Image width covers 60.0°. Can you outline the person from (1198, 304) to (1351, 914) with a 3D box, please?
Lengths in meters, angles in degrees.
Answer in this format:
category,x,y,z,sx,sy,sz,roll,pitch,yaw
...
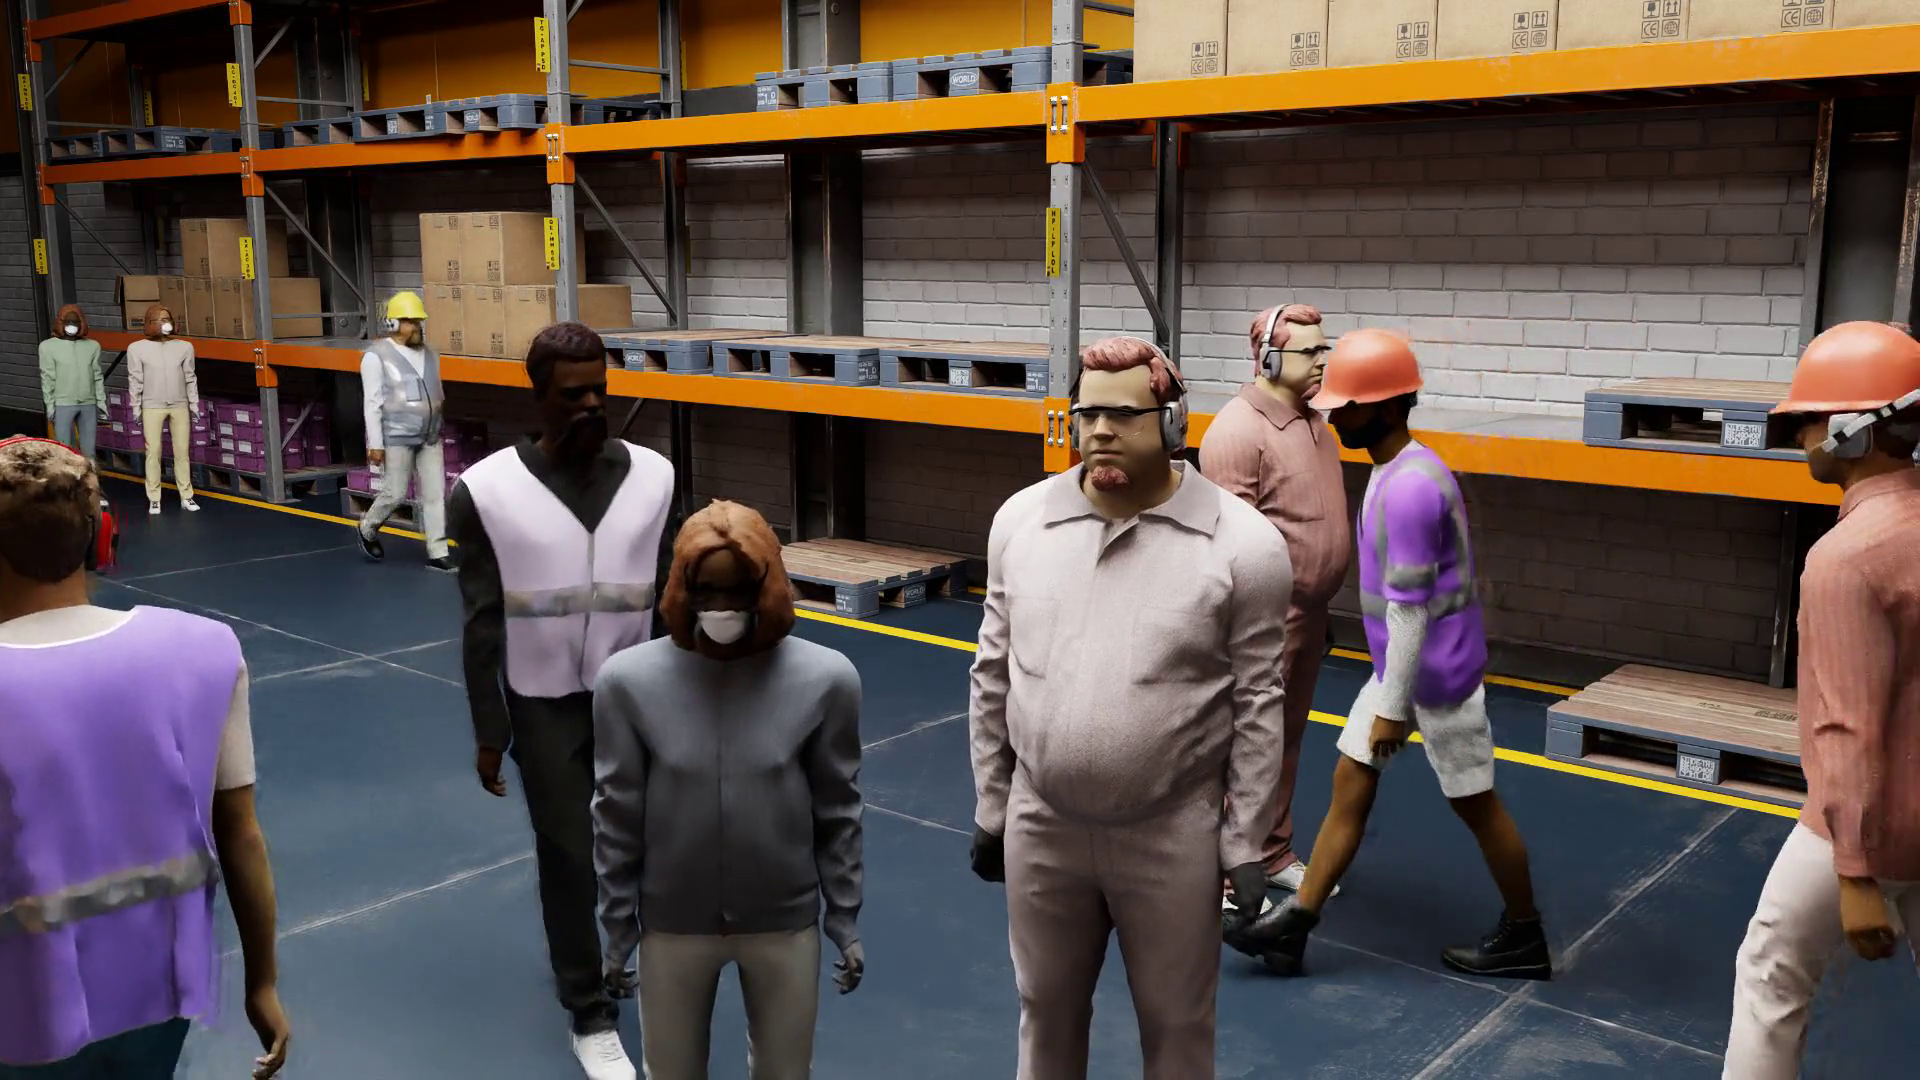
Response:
category,x,y,z,sx,sy,sz,roll,pitch,yaw
person,0.992,0.233,5.137,0.410,1.909,0.643,7,12,34

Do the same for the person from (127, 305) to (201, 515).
category,x,y,z,sx,sy,sz,roll,pitch,yaw
person,-6.233,-1.023,13.053,0.507,1.636,0.273,-8,13,-38

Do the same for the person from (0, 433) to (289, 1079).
category,x,y,z,sx,sy,sz,roll,pitch,yaw
person,-1.406,0.729,2.630,0.966,1.792,0.585,8,13,39

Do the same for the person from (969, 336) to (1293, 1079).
category,x,y,z,sx,sy,sz,roll,pitch,yaw
person,0.303,0.558,3.280,0.636,1.911,0.406,4,11,22

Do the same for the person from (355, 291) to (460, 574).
category,x,y,z,sx,sy,sz,roll,pitch,yaw
person,-3.576,-0.691,10.688,0.772,1.811,0.595,7,12,34

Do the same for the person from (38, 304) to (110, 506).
category,x,y,z,sx,sy,sz,roll,pitch,yaw
person,-7.054,-1.059,13.269,0.280,1.633,0.498,7,12,35

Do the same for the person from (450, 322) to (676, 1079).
category,x,y,z,sx,sy,sz,roll,pitch,yaw
person,-0.990,0.391,4.260,0.596,1.900,0.656,-7,12,-35

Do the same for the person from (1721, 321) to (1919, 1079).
category,x,y,z,sx,sy,sz,roll,pitch,yaw
person,1.876,0.550,3.252,0.589,1.946,0.975,-6,12,-30

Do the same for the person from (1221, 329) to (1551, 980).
category,x,y,z,sx,sy,sz,roll,pitch,yaw
person,1.228,0.353,4.608,1.011,1.855,0.545,0,10,1

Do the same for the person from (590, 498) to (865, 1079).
category,x,y,z,sx,sy,sz,roll,pitch,yaw
person,-0.423,0.728,3.096,0.500,1.633,0.286,-1,10,-7
